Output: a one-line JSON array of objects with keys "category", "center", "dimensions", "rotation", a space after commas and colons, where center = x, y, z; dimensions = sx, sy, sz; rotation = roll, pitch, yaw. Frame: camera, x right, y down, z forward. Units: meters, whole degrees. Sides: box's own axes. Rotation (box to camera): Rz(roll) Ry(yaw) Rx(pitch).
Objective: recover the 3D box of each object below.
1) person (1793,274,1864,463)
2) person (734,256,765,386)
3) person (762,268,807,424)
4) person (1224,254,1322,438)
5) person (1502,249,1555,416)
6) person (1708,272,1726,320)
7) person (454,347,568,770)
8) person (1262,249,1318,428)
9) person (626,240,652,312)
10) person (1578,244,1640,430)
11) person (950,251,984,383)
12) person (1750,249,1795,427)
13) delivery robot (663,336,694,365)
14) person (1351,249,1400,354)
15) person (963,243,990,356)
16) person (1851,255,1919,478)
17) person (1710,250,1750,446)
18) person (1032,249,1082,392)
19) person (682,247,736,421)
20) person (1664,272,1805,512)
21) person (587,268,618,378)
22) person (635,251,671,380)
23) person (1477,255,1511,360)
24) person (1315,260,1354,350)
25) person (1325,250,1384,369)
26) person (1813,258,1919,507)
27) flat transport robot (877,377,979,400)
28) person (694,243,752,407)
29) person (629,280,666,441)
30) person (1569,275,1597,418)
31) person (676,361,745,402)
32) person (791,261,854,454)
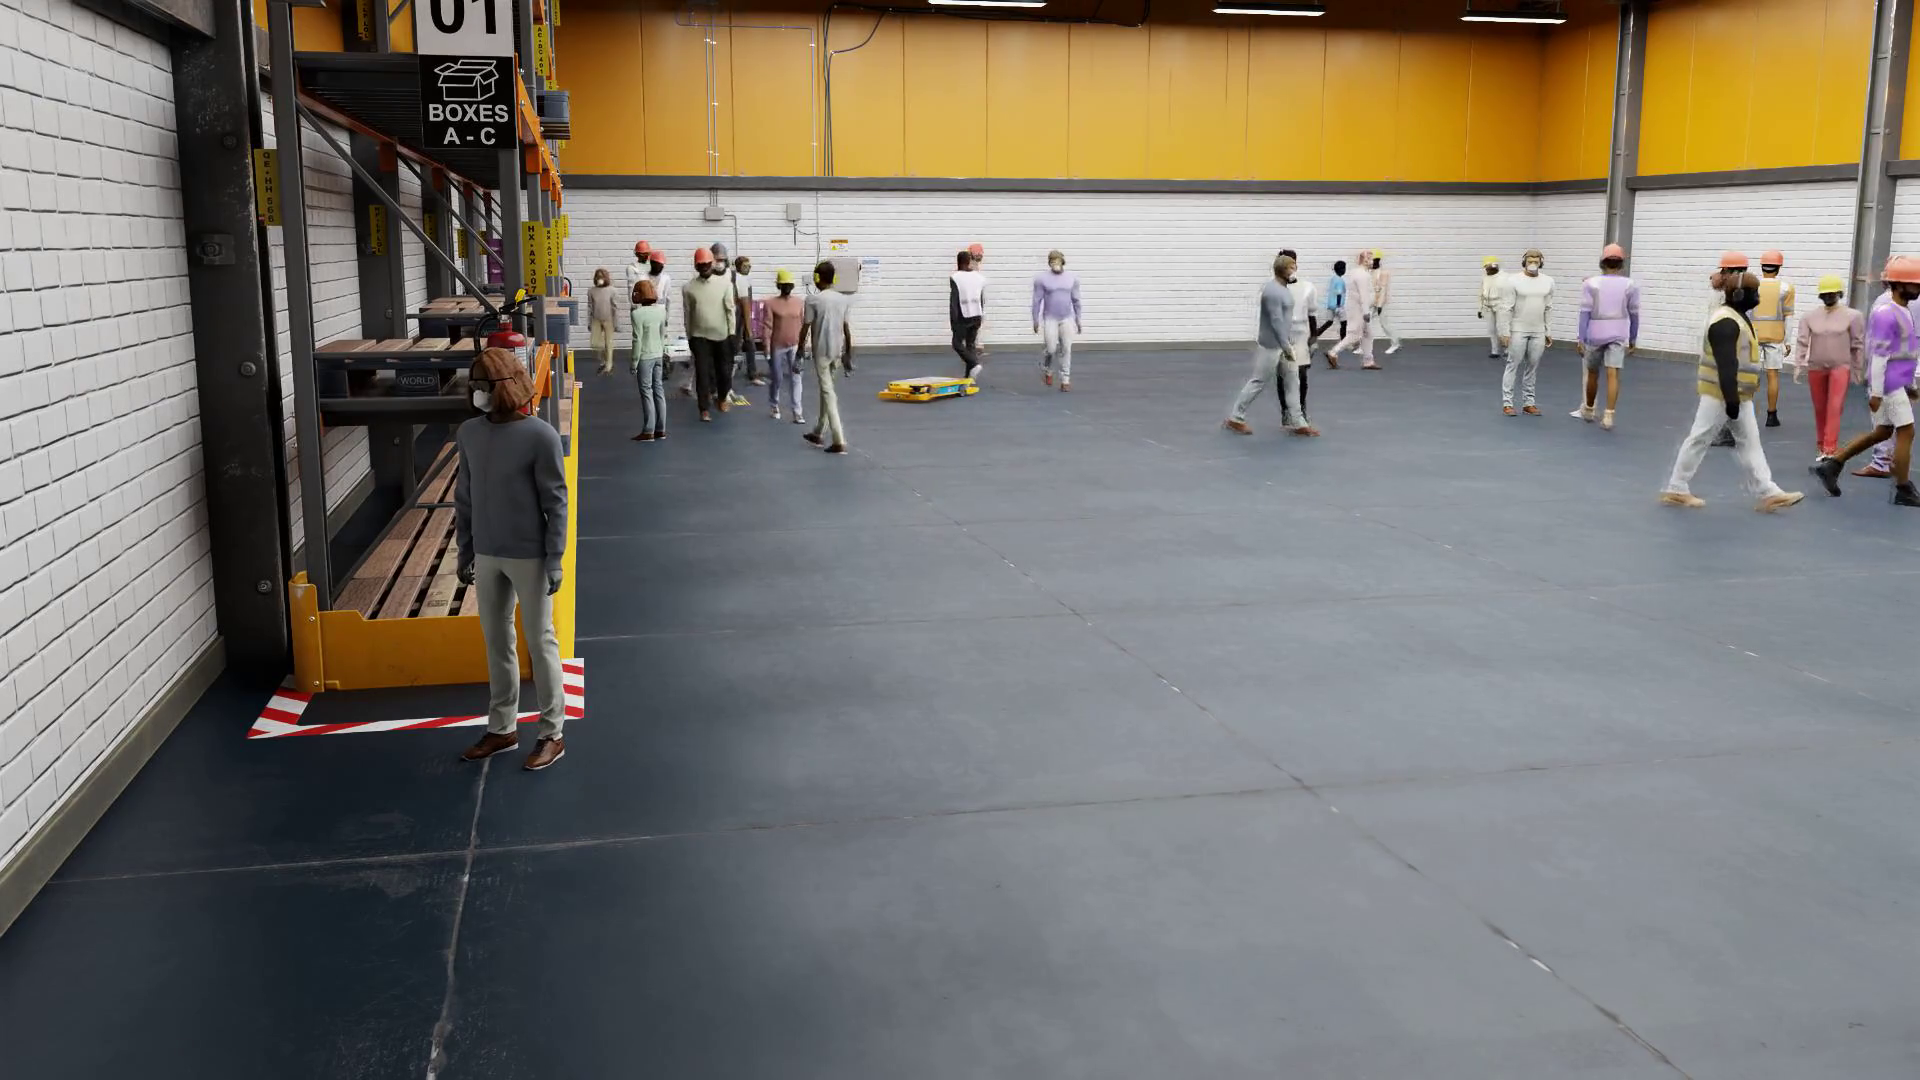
[{"category": "person", "center": [7.806, -1.527, 15.010], "dimensions": [0.542, 1.722, 0.857], "rotation": [8, 13, 39]}, {"category": "person", "center": [-3.112, -3.063, 23.291], "dimensions": [0.787, 1.827, 0.520], "rotation": [6, 12, 31]}, {"category": "person", "center": [-1.984, -2.194, 18.736], "dimensions": [0.538, 1.724, 0.891], "rotation": [-4, 11, -21]}, {"category": "person", "center": [3.231, -2.000, 17.221], "dimensions": [1.000, 1.900, 0.633], "rotation": [6, 12, 29]}, {"category": "person", "center": [6.582, -2.400, 19.293], "dimensions": [0.629, 1.936, 0.371], "rotation": [-2, 10, -9]}, {"category": "person", "center": [10.281, -2.815, 22.515], "dimensions": [0.353, 1.612, 0.605], "rotation": [10, 14, 44]}, {"category": "person", "center": [-1.736, 0.073, 6.425], "dimensions": [0.505, 1.632, 0.269], "rotation": [5, 11, 25]}, {"category": "person", "center": [3.547, -2.156, 17.936], "dimensions": [0.605, 1.935, 0.554], "rotation": [1, 10, 8]}, {"category": "person", "center": [-5.261, -3.964, 27.725], "dimensions": [0.409, 2.029, 0.615], "rotation": [7, 13, 36]}, {"category": "person", "center": [7.072, -2.227, 18.185], "dimensions": [0.639, 1.981, 1.067], "rotation": [2, 10, 11]}, {"category": "person", "center": [0.115, -3.143, 23.555], "dimensions": [0.637, 1.880, 0.527], "rotation": [-8, 13, -38]}, {"category": "person", "center": [8.819, -2.208, 18.226], "dimensions": [0.551, 1.935, 0.371], "rotation": [6, 12, 29]}, {"category": "delivery robot", "center": [-4.291, -2.909, 25.683], "dimensions": [0.707, 0.478, 0.477], "rotation": [-7, 13, -36]}, {"category": "person", "center": [7.518, -4.272, 29.807], "dimensions": [0.948, 1.888, 0.597], "rotation": [-4, 11, -23]}, {"category": "person", "center": [0.313, -4.202, 29.188], "dimensions": [0.597, 1.975, 0.617], "rotation": [-3, 11, -16]}, {"category": "person", "center": [7.994, -1.486, 14.316], "dimensions": [0.652, 1.906, 0.403], "rotation": [-6, 12, -31]}, {"category": "person", "center": [7.615, -1.894, 16.484], "dimensions": [0.354, 1.939, 0.544], "rotation": [4, 11, 22]}, {"category": "person", "center": [1.302, -2.949, 22.400], "dimensions": [0.671, 1.912, 0.506], "rotation": [-1, 10, -8]}, {"category": "person", "center": [-2.858, -2.361, 18.998], "dimensions": [0.602, 1.970, 0.859], "rotation": [-1, 10, -7]}, {"category": "person", "center": [5.812, -1.094, 12.448], "dimensions": [0.977, 1.791, 0.651], "rotation": [8, 13, 36]}, {"category": "person", "center": [-5.306, -3.214, 24.670], "dimensions": [0.502, 1.618, 0.343], "rotation": [2, 10, 9]}, {"category": "person", "center": [-4.499, -3.288, 24.394], "dimensions": [0.564, 1.877, 0.969], "rotation": [-4, 11, -22]}, {"category": "person", "center": [9.107, -3.955, 28.319], "dimensions": [0.484, 1.789, 0.617], "rotation": [-8, 13, -36]}, {"category": "person", "center": [6.930, -4.357, 30.890], "dimensions": [0.804, 1.667, 0.540], "rotation": [-2, 10, -10]}, {"category": "person", "center": [6.234, -3.608, 26.161], "dimensions": [0.835, 1.877, 0.646], "rotation": [3, 11, 16]}, {"category": "person", "center": [7.152, -1.225, 12.882], "dimensions": [0.861, 1.909, 0.544], "rotation": [8, 13, 36]}, {"category": "flat transport robot", "center": [-0.401, -1.970, 21.523], "dimensions": [0.652, 0.197, 1.431], "rotation": [6, 12, 32]}, {"category": "person", "center": [-2.929, -2.672, 20.511], "dimensions": [0.703, 2.000, 1.010], "rotation": [-3, 11, -16]}, {"category": "person", "center": [-3.184, -1.821, 16.924], "dimensions": [0.280, 1.633, 0.500], "rotation": [5, 11, 24]}, {"category": "person", "center": [7.237, -2.218, 19.131], "dimensions": [0.332, 1.631, 0.517], "rotation": [4, 11, 19]}, {"category": "person", "center": [-3.213, -2.660, 21.022], "dimensions": [0.971, 1.846, 0.585], "rotation": [3, 11, 15]}, {"category": "person", "center": [-1.374, -1.759, 16.049], "dimensions": [0.515, 1.834, 0.907], "rotation": [-10, 14, -43]}]
